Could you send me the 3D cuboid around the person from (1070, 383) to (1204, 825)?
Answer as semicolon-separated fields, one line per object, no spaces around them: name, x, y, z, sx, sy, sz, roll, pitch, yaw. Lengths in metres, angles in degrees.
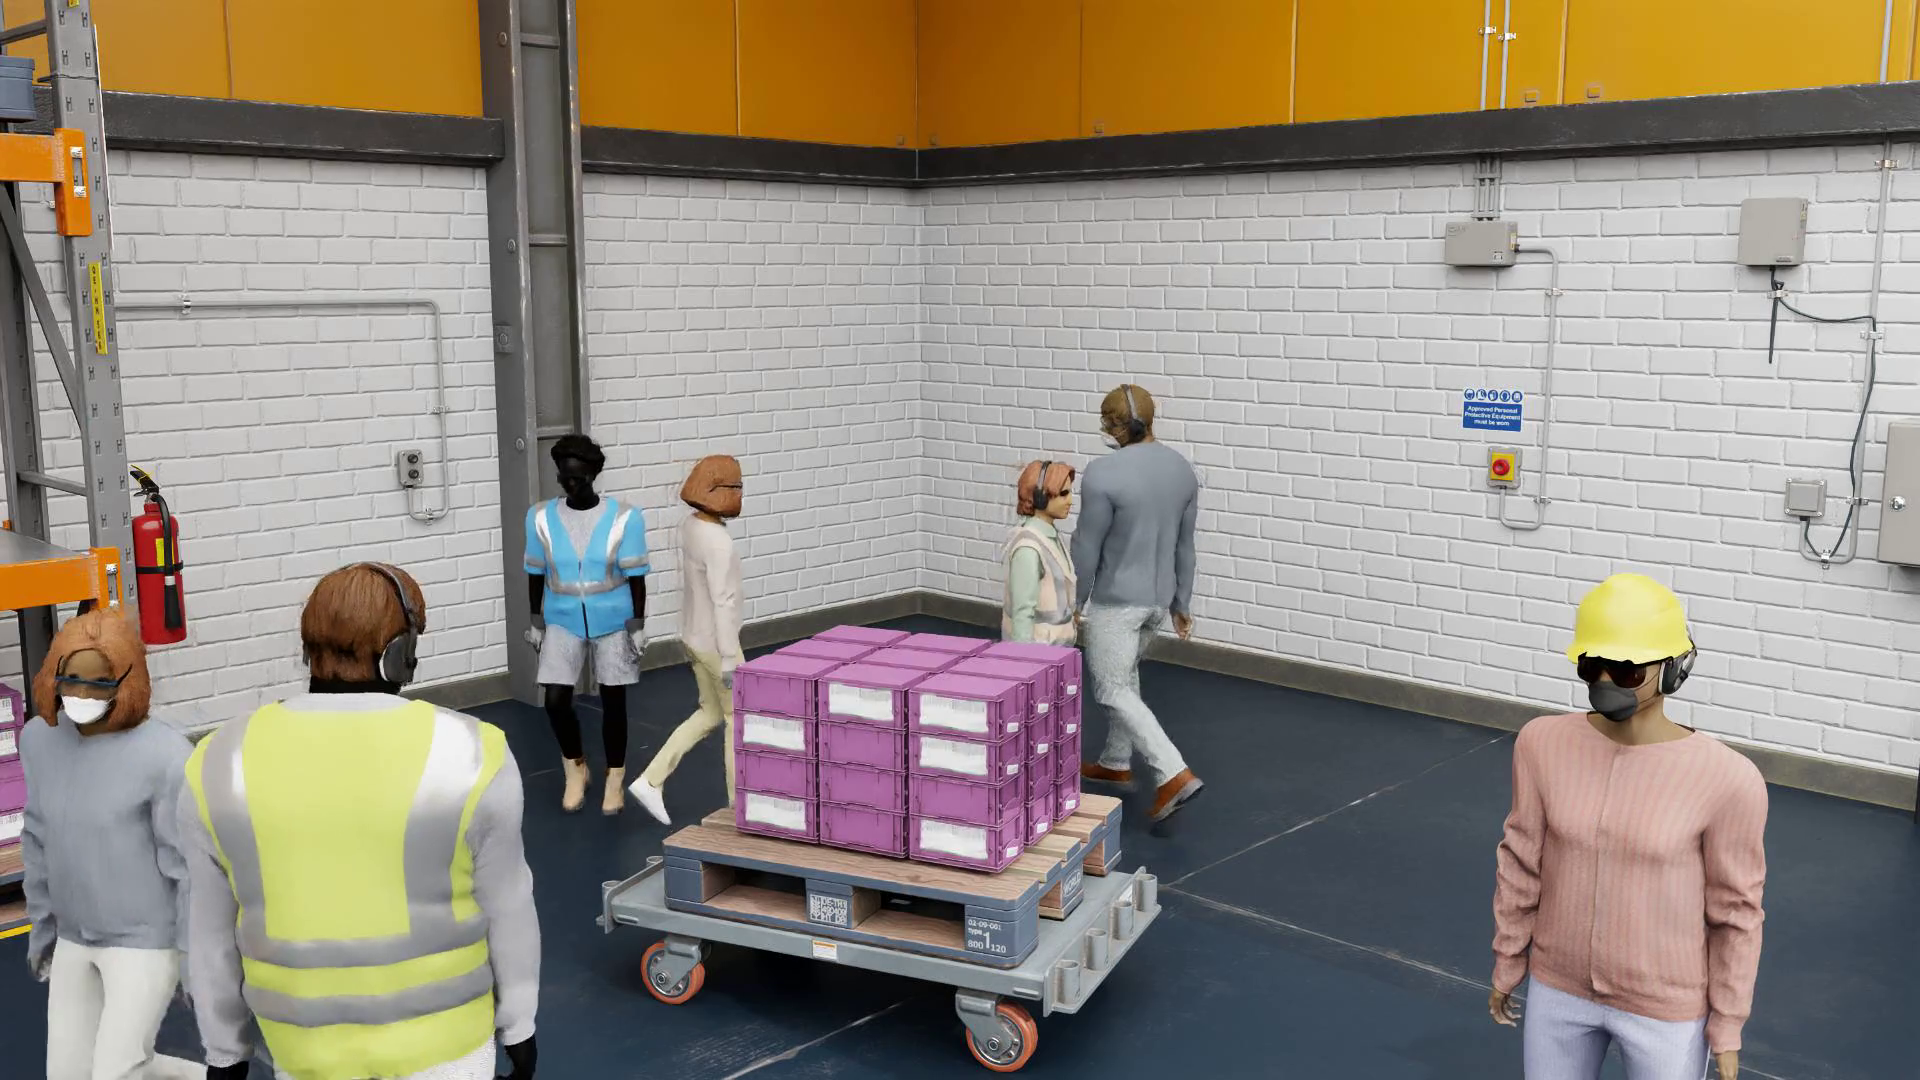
person;0.772;0.257;7.203;0.627;1.887;0.865;-9;13;-43

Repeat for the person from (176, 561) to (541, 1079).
person;-1.130;0.942;3.209;0.646;1.819;0.531;0;9;-1

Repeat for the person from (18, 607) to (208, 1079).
person;-1.941;0.927;3.929;0.511;1.608;0.550;4;10;21

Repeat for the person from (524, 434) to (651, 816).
person;-1.586;0.369;7.130;0.552;1.672;0.394;-1;9;-4

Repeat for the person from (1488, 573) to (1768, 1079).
person;1.336;0.937;3.411;0.533;1.767;0.326;8;12;42

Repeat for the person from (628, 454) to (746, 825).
person;-1.061;0.449;6.904;0.605;1.614;0.525;-5;10;-26

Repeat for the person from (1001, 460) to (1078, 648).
person;0.337;0.492;6.574;0.360;1.629;0.519;2;9;9
